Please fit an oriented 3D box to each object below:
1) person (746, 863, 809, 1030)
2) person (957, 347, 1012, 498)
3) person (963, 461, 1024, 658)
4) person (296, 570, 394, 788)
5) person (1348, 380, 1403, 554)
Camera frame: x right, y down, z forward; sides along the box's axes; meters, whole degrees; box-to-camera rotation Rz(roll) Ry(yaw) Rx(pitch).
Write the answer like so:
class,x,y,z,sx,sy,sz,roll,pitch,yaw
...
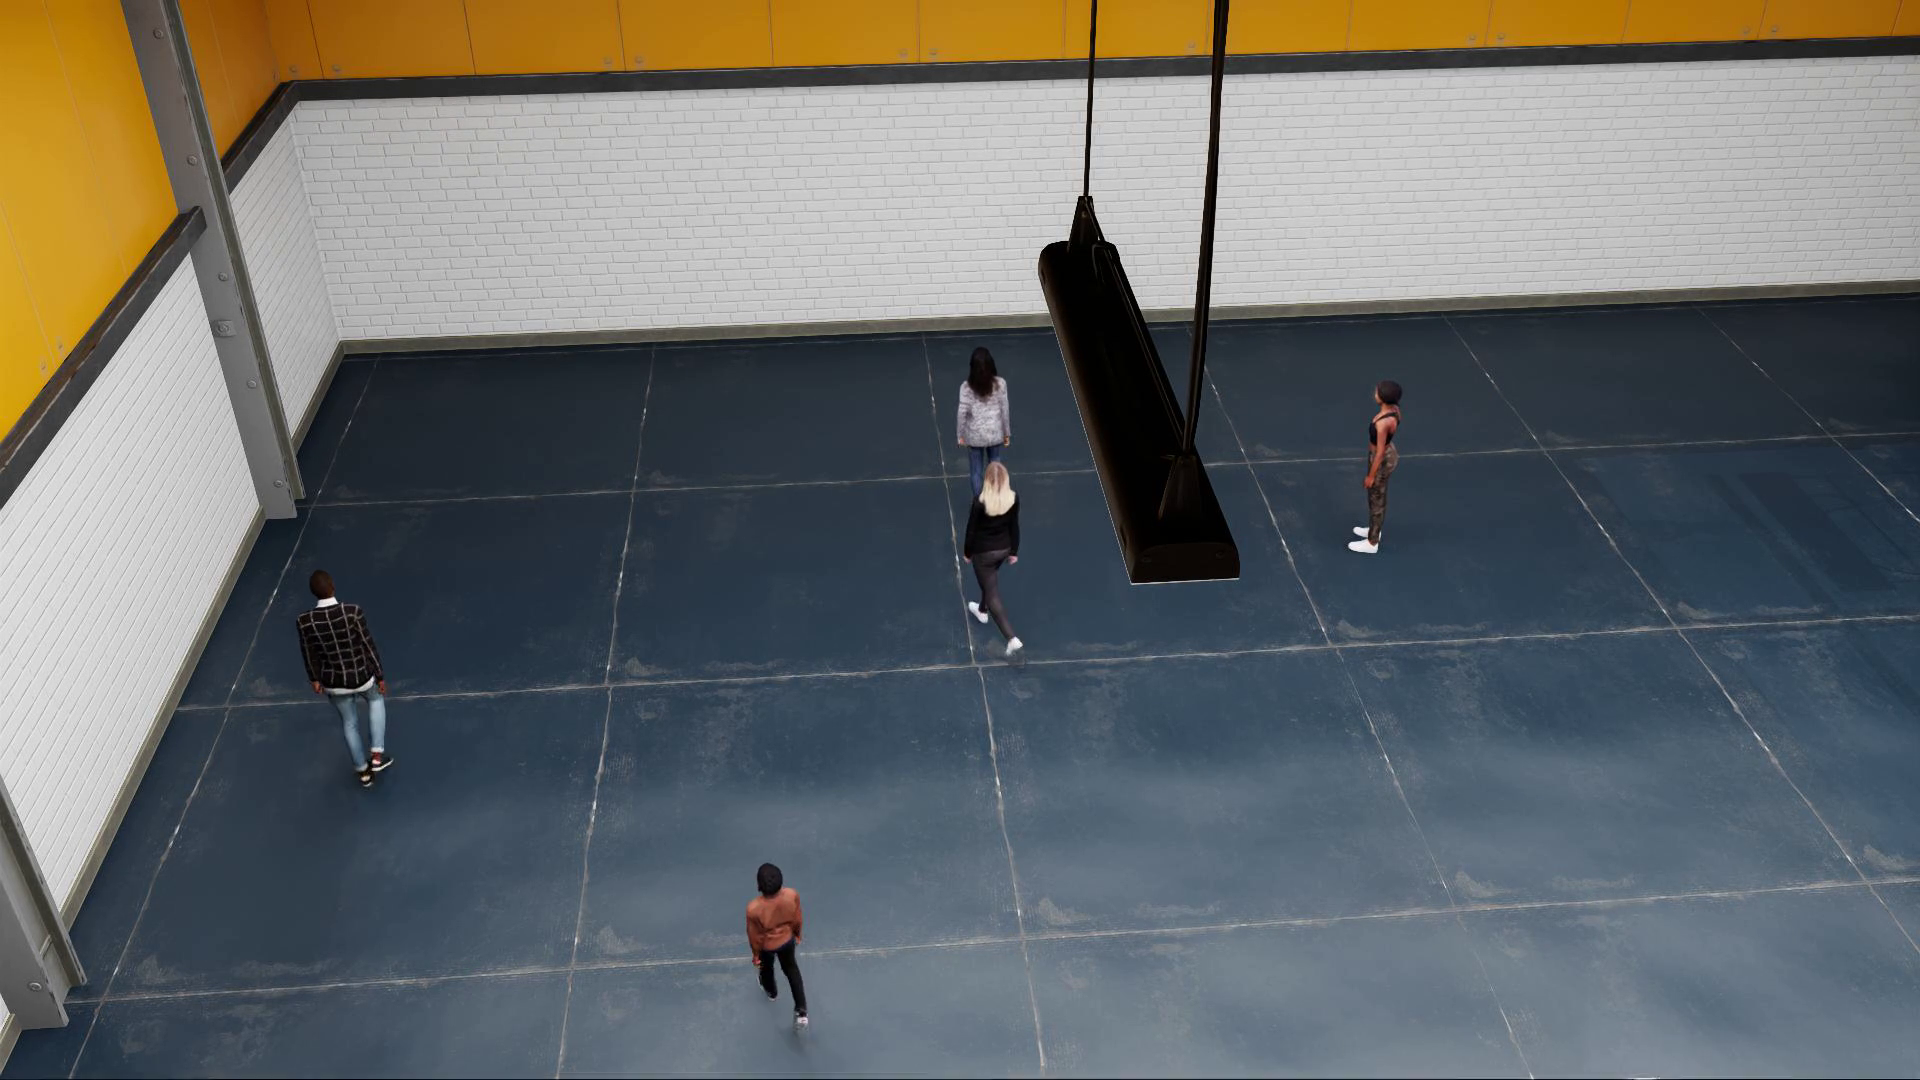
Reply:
class,x,y,z,sx,sy,sz,roll,pitch,yaw
person,-1.128,2.523,10.334,0.739,1.239,0.930,-17,37,-24
person,0.223,-0.919,15.073,0.645,1.724,0.603,-4,34,-6
person,0.299,0.177,13.496,0.920,1.646,1.217,-17,37,-24
person,-4.432,1.059,12.029,0.735,1.801,0.700,-8,34,-12
person,3.720,-0.661,14.706,0.727,1.701,0.630,15,36,21
